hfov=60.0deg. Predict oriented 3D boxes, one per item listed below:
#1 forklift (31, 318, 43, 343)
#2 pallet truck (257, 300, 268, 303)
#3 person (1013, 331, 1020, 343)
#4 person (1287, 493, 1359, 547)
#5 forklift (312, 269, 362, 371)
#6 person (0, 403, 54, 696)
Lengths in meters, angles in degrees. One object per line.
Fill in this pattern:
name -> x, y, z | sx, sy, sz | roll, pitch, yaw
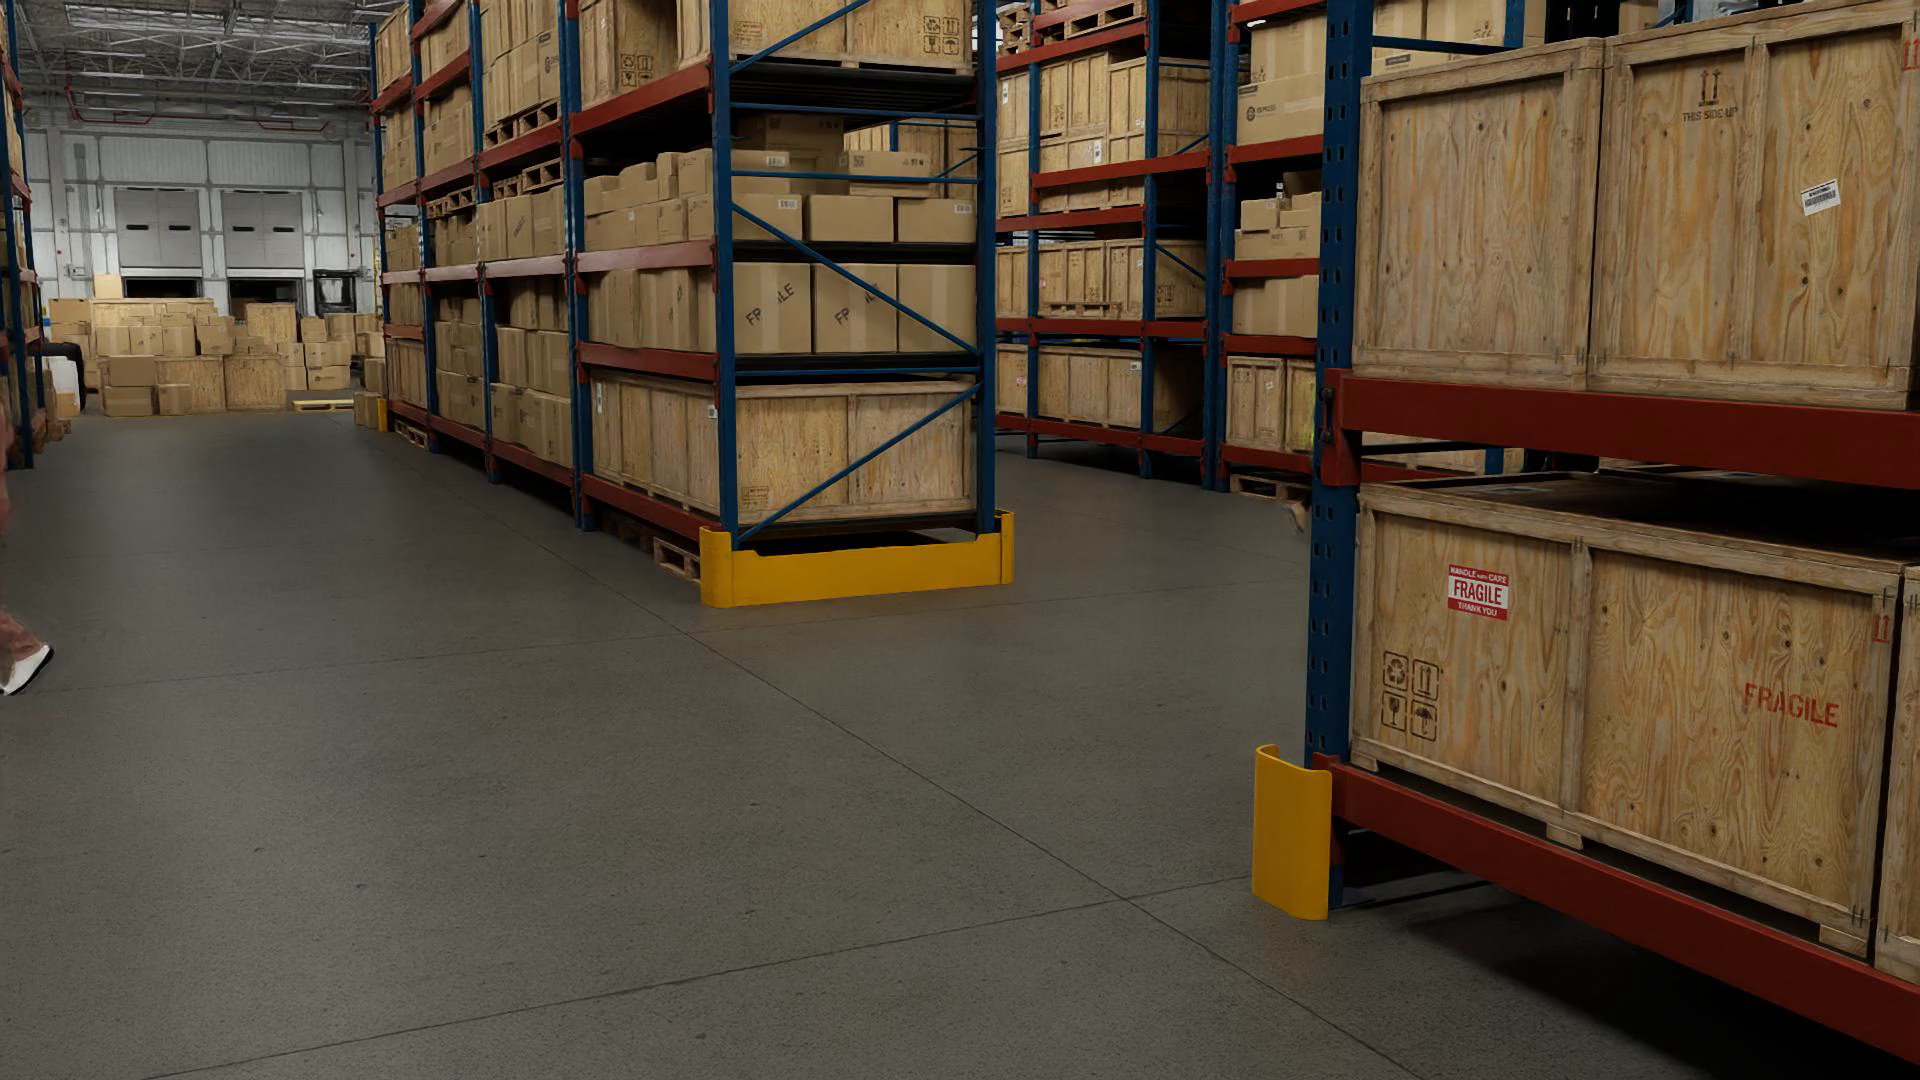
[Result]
forklift -> -30.587, -7.279, 54.283 | 1.129, 2.768, 1.873 | -4, 9, -26
pallet truck -> -23.913, -7.404, 58.171 | 1.885, 1.965, 0.823 | -1, 8, -9
person -> 1.139, -3.604, 32.352 | 0.985, 1.883, 0.564 | 0, 8, -2
person -> 3.011, -0.787, 13.638 | 0.583, 1.681, 0.540 | 4, 9, 25
forklift -> -17.230, -6.040, 45.740 | 1.129, 2.768, 1.873 | -5, 10, -33
person -> -4.947, -0.123, 8.336 | 0.465, 1.888, 0.649 | -4, 9, -26
